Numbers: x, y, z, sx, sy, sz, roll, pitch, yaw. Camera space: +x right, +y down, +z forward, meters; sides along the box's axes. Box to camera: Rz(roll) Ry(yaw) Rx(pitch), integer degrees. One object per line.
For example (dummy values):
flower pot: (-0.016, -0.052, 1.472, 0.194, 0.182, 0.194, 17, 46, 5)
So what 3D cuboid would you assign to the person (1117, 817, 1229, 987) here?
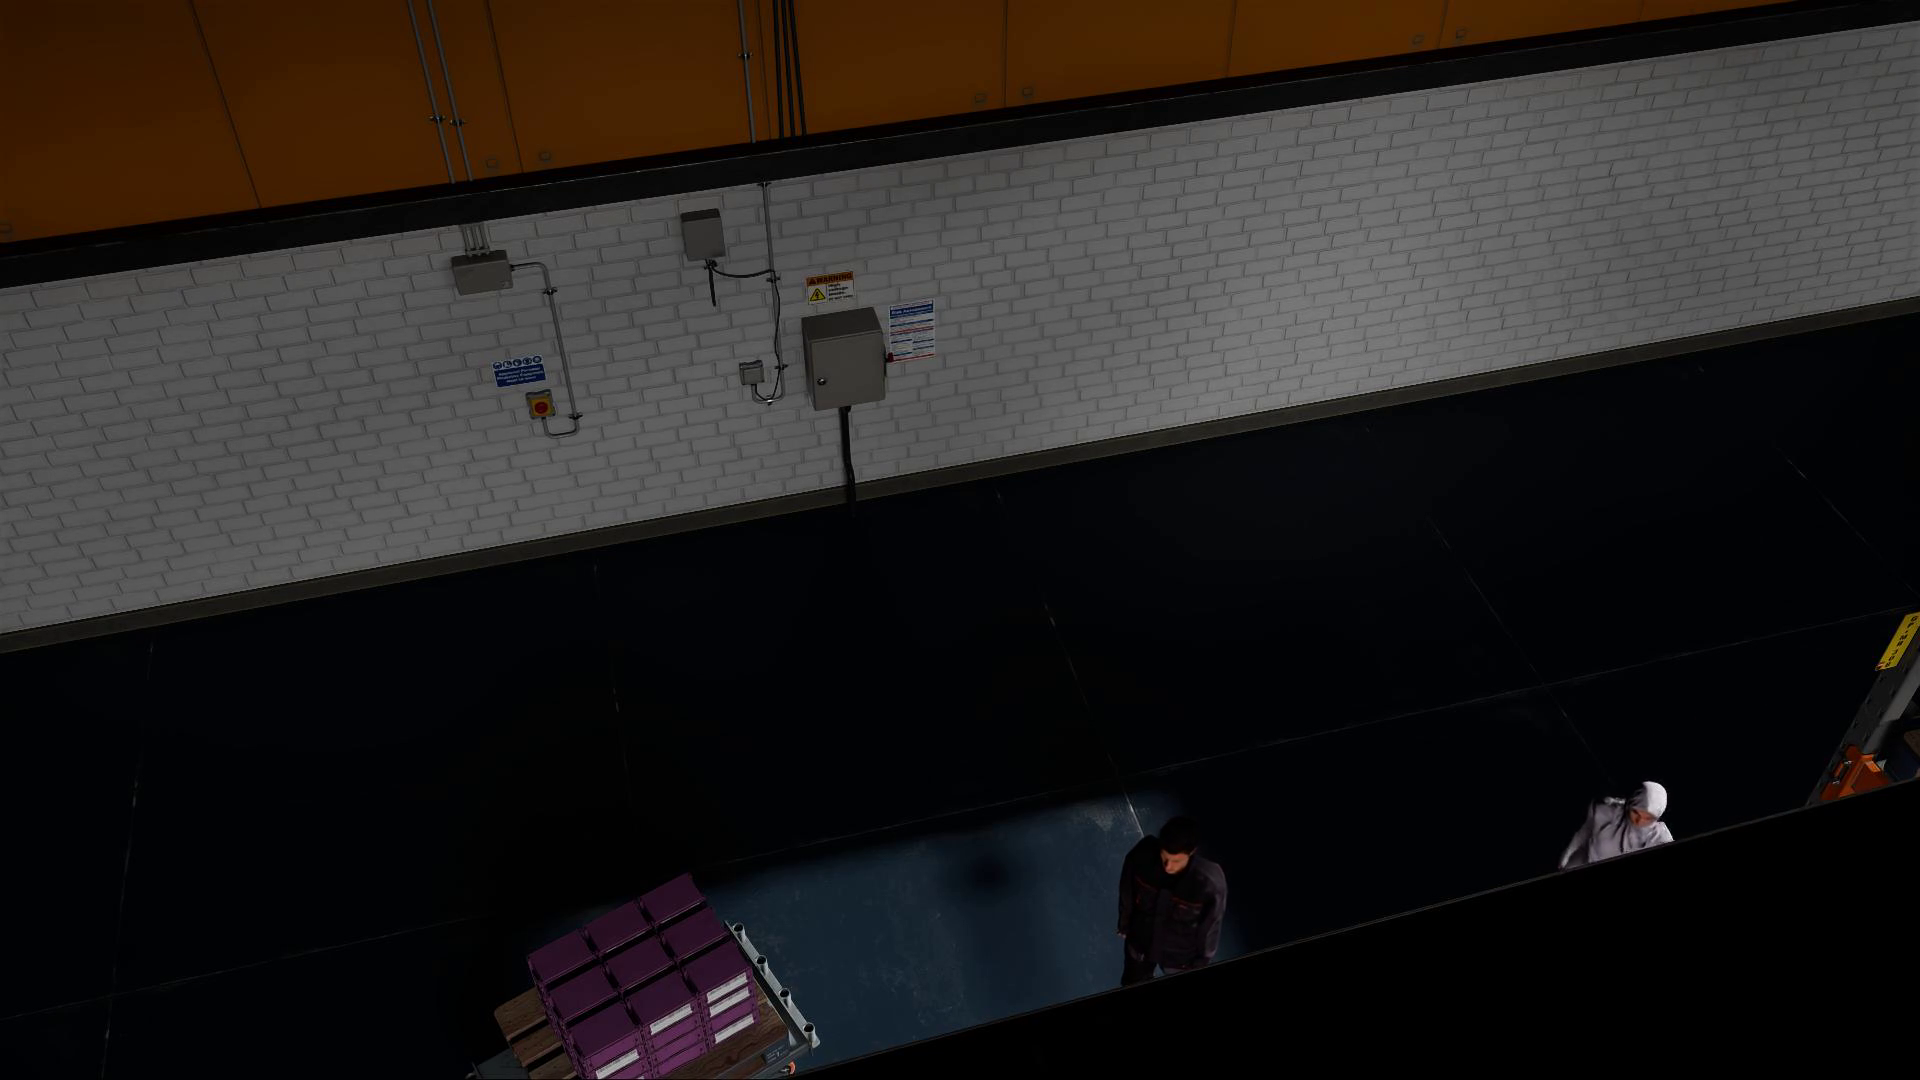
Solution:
person: (1.072, 2.014, 8.567, 0.777, 1.939, 0.829, 20, 47, 20)

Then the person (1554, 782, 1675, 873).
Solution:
person: (3.479, 1.784, 8.939, 0.773, 1.758, 0.850, 34, 53, 30)
